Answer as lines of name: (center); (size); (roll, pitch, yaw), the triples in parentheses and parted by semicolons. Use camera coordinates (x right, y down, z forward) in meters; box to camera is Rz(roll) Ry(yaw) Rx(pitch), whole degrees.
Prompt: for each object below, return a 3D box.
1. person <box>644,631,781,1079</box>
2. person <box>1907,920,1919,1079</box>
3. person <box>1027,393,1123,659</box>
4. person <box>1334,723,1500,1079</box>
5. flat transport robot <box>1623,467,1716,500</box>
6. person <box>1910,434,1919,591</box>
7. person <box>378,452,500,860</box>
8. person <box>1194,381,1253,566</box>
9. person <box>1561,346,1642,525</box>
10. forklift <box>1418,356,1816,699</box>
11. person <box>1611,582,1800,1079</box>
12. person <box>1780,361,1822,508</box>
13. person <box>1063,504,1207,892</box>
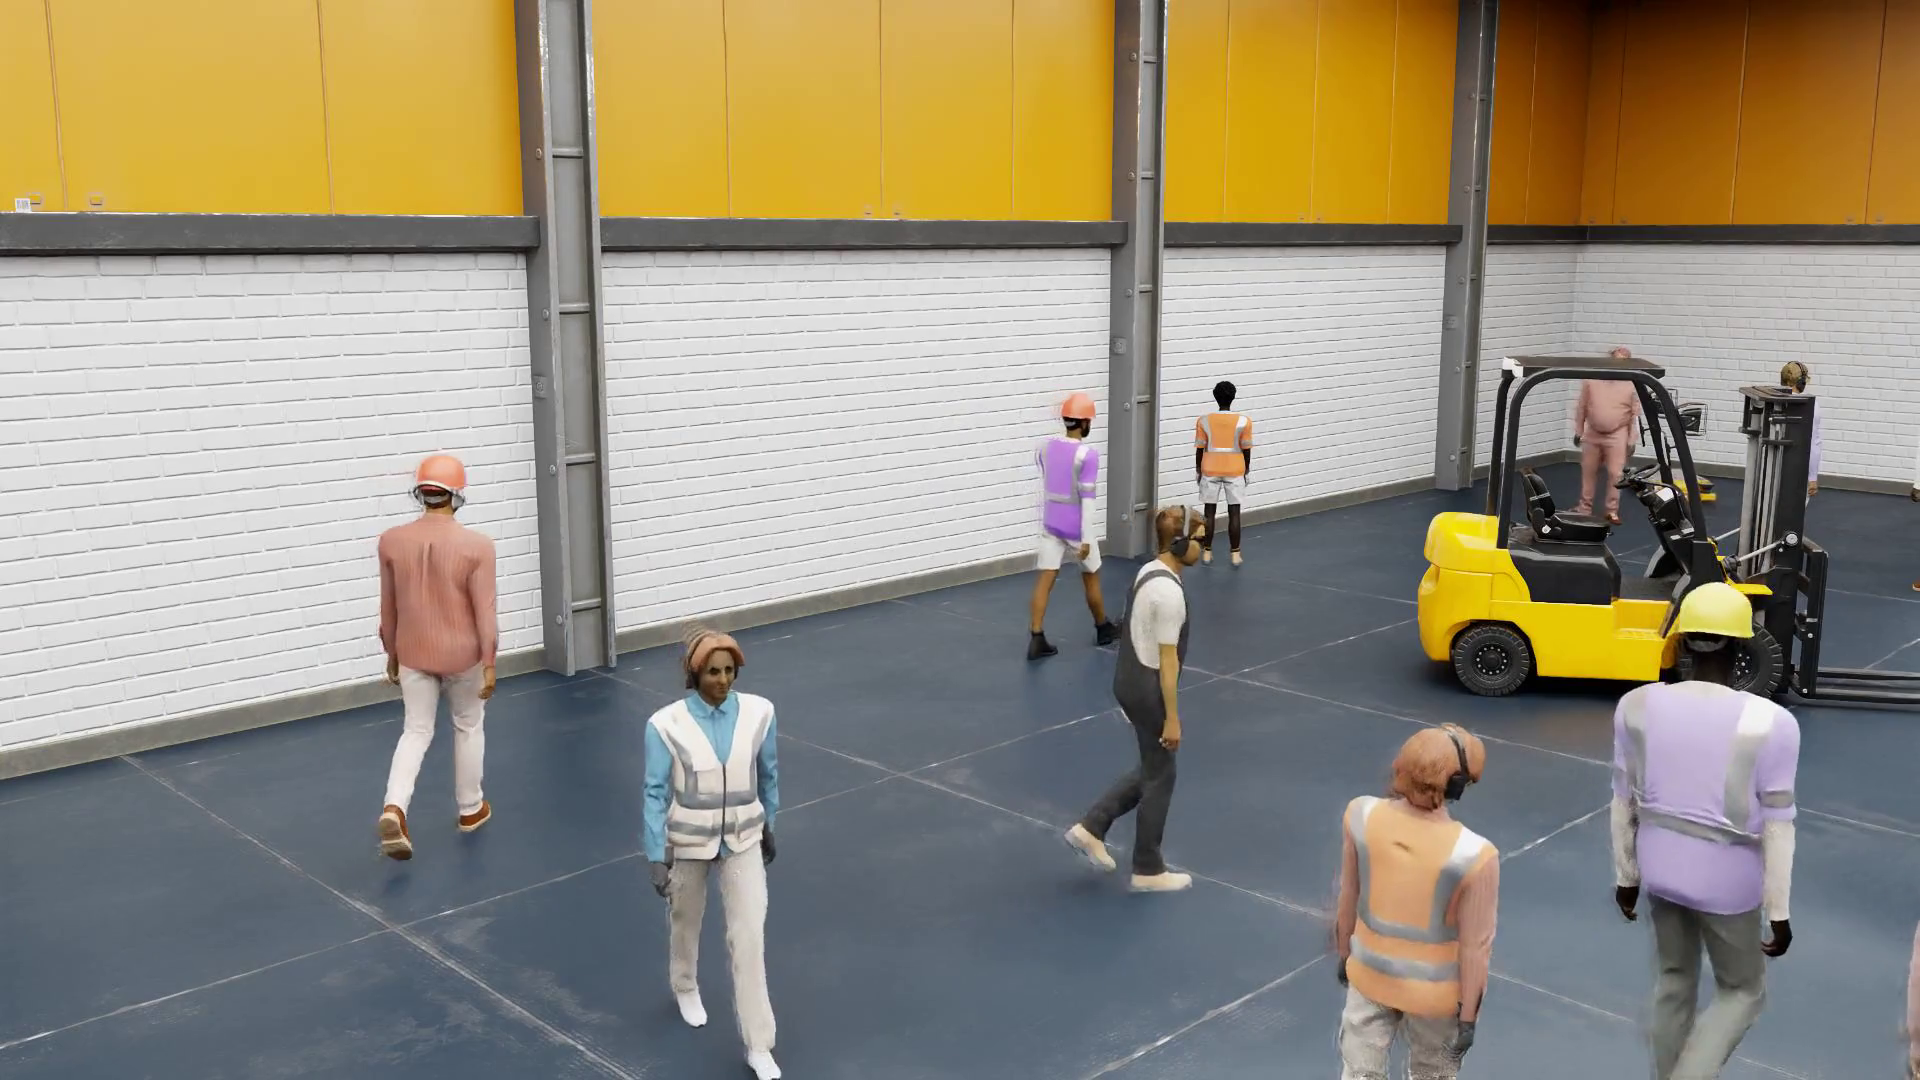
person: (-0.903, 1.113, 6.090); (0.535, 1.588, 0.857); (-5, 11, -24)
person: (2.679, 1.384, 4.272); (0.922, 1.723, 0.532); (-9, 14, -41)
person: (0.816, -0.112, 11.979); (0.568, 1.885, 0.982); (9, 14, 41)
person: (1.286, 1.326, 4.867); (0.521, 1.611, 0.661); (8, 13, 38)
flat transport robot: (8.263, -0.668, 19.416); (0.652, 0.197, 1.431); (1, 10, 7)
person: (8.301, -0.470, 13.931); (0.585, 1.882, 0.337); (2, 11, 13)
person: (-2.557, 0.563, 8.098); (0.627, 1.964, 0.870); (1, 10, 3)
person: (2.411, -0.611, 15.242); (0.536, 1.695, 0.320); (3, 11, 16)
person: (6.711, -1.099, 17.444); (0.820, 1.869, 0.447); (9, 14, 41)
forklift: (4.276, -0.101, 11.076); (2.313, 2.155, 1.214); (2, 11, 13)
person: (2.357, 1.092, 5.349); (0.552, 1.904, 0.609); (-9, 13, -39)
person: (7.114, -0.571, 14.338); (0.372, 1.940, 0.632); (-5, 12, -28)
person: (0.840, 0.734, 7.577); (0.540, 1.818, 0.515); (-1, 10, -4)
